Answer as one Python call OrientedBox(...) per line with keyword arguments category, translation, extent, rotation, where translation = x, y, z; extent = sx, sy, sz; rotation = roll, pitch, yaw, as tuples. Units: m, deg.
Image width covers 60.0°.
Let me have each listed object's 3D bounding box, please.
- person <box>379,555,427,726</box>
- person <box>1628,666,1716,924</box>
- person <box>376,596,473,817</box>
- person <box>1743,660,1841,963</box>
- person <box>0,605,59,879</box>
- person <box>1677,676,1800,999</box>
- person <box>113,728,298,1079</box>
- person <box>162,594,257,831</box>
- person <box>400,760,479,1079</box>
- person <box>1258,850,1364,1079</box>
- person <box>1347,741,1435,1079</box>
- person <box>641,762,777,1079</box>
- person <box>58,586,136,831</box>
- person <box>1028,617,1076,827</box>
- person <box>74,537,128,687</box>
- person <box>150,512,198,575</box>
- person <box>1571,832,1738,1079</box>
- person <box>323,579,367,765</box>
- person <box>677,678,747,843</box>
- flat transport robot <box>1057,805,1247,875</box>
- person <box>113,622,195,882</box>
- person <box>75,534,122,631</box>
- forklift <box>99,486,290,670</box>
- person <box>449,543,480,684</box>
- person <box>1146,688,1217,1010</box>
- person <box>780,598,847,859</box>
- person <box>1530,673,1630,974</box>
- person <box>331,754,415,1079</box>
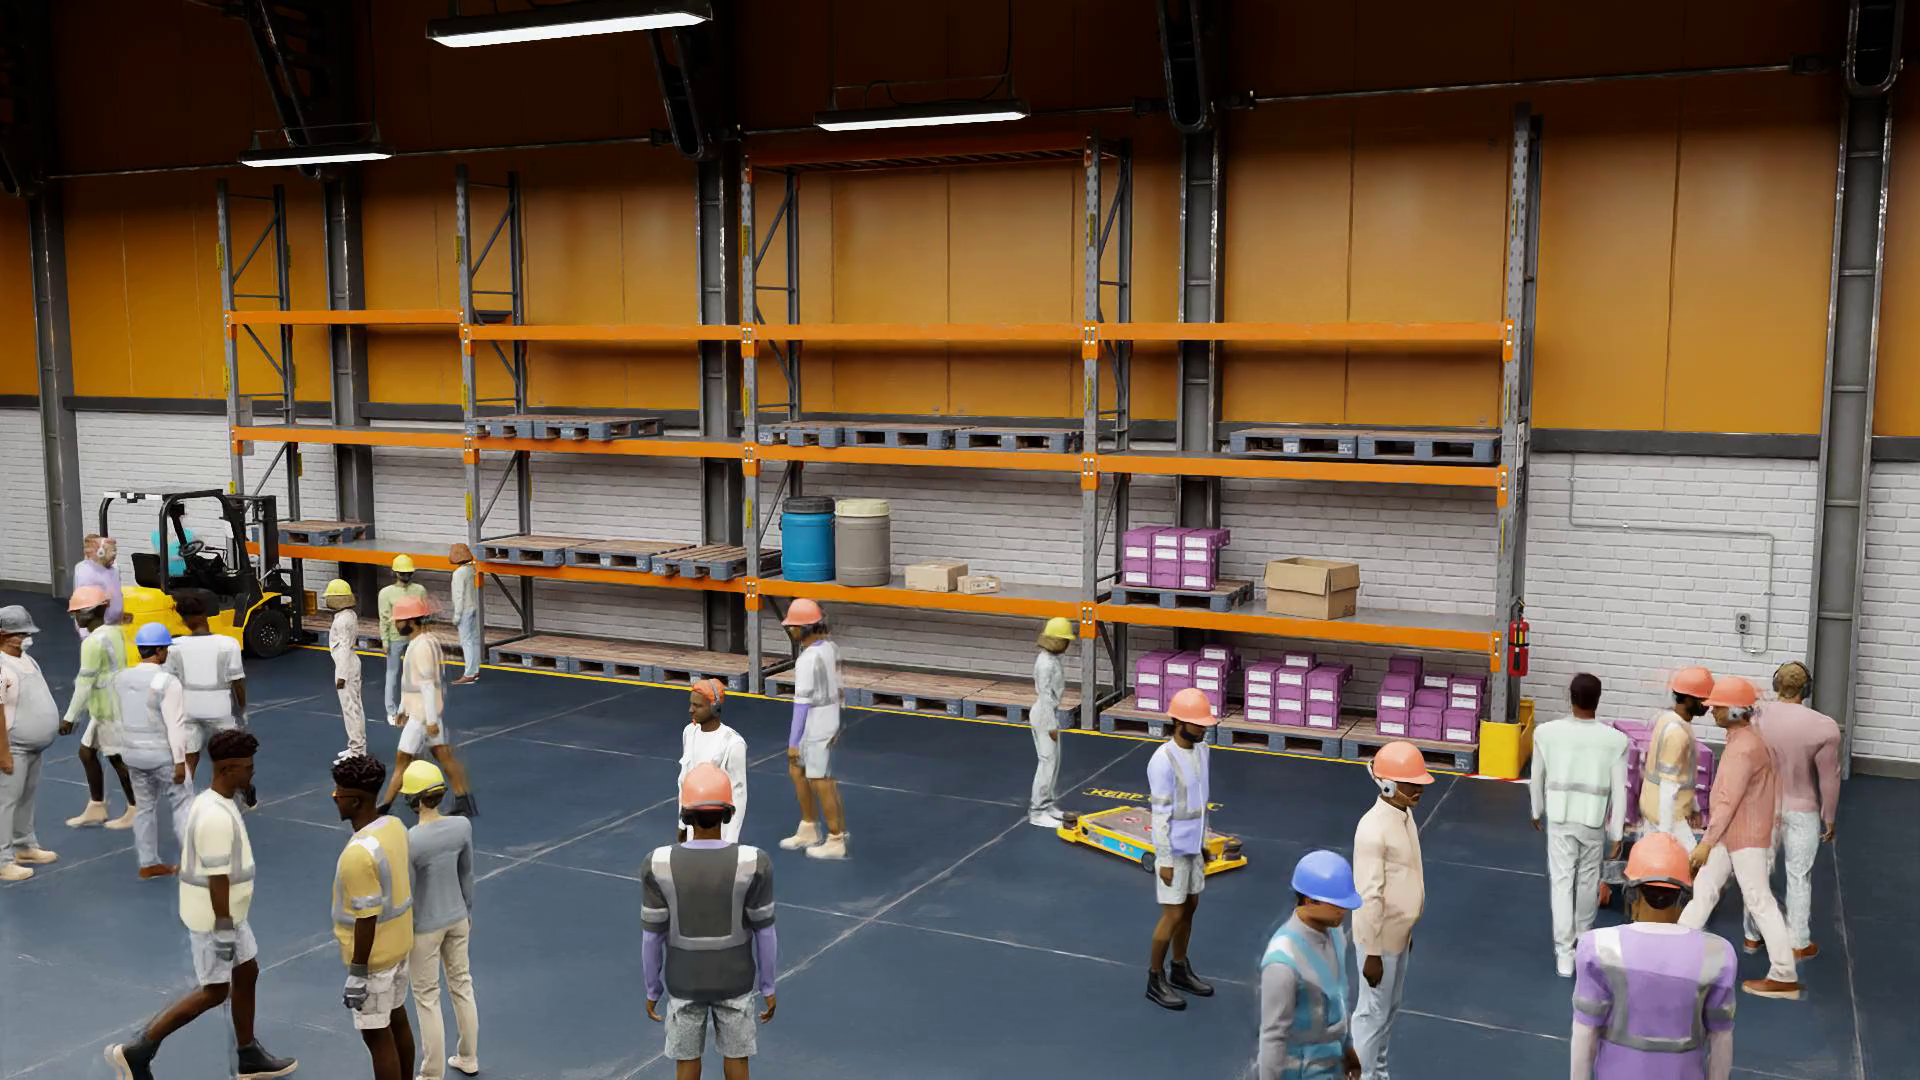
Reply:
OrientedBox(category="person", translation=(-5.738, 1.026, 17.209), extent=(0.331, 1.768, 0.526), rotation=(6, 9, 42))
OrientedBox(category="person", translation=(4.632, 1.745, 10.683), extent=(0.674, 1.903, 0.580), rotation=(2, 7, 15))
OrientedBox(category="person", translation=(-4.501, 1.398, 13.640), extent=(0.987, 1.879, 0.565), rotation=(-2, 7, -16))
OrientedBox(category="person", translation=(5.295, 1.729, 10.682), extent=(0.636, 1.938, 0.358), rotation=(6, 9, 40))
OrientedBox(category="person", translation=(-6.997, 1.475, 12.368), extent=(0.535, 2.000, 0.695), rotation=(-1, 7, -8))
OrientedBox(category="person", translation=(4.665, 1.796, 10.144), extent=(1.004, 1.937, 0.617), rotation=(3, 7, 21))
OrientedBox(category="person", translation=(-4.014, 1.970, 8.778), extent=(0.813, 1.928, 0.656), rotation=(-2, 7, -19))
OrientedBox(category="person", translation=(-6.215, 1.379, 13.718), extent=(0.671, 1.905, 0.762), rotation=(-2, 7, -17))
OrientedBox(category="person", translation=(-2.811, 2.040, 8.837), extent=(0.330, 1.765, 0.533), rotation=(4, 8, 31))
OrientedBox(category="person", translation=(1.370, 2.193, 7.023), extent=(0.928, 1.909, 0.653), rotation=(4, 8, 29))
OrientedBox(category="person", translation=(2.161, 1.983, 8.358), extent=(0.396, 1.992, 0.623), rotation=(4, 8, 29))
OrientedBox(category="person", translation=(-1.155, 2.037, 7.711), extent=(0.615, 2.042, 0.378), rotation=(0, 7, -3))
OrientedBox(category="person", translation=(-6.967, 1.371, 13.362), extent=(0.776, 2.003, 0.596), rotation=(-2, 7, -17))
OrientedBox(category="person", translation=(0.753, 1.481, 13.617), extent=(0.385, 1.722, 0.507), rotation=(1, 7, 11))
OrientedBox(category="person", translation=(-9.159, 0.909, 17.668), extent=(0.513, 1.885, 0.715), rotation=(0, 7, -4))
OrientedBox(category="person", translation=(-10.265, 0.458, 21.868), extent=(0.628, 1.789, 0.942), rotation=(0, 7, 0))
OrientedBox(category="person", translation=(2.738, 2.169, 6.633), extent=(0.615, 2.041, 0.381), rotation=(1, 7, 8))
OrientedBox(category="person", translation=(-5.782, 1.230, 15.610), extent=(0.324, 1.742, 0.492), rotation=(-1, 7, -11))
OrientedBox(category="person", translation=(-1.564, 1.794, 10.382), extent=(0.576, 1.882, 0.355), rotation=(6, 9, 42))
OrientedBox(category="flat transport robot", translation=(1.461, 2.298, 12.808), extent=(0.652, 0.197, 1.431), rotation=(-5, 9, -37))
OrientedBox(category="person", translation=(-5.838, 1.559, 12.136), extent=(0.621, 1.930, 0.486), rotation=(2, 7, 19))
OrientedBox(category="person", translation=(-9.514, 0.847, 18.356), extent=(0.512, 1.845, 0.340), rotation=(0, 7, 0))
OrientedBox(category="forklift", translation=(-9.426, 0.454, 20.179), extent=(1.214, 2.155, 2.313), rotation=(3, 8, 26))
OrientedBox(category="person", translation=(-5.736, 0.846, 19.229), extent=(0.285, 1.633, 0.501), rotation=(0, 7, 3))
OrientedBox(category="person", translation=(1.347, 1.827, 9.956), extent=(0.399, 1.926, 0.545), rotation=(5, 9, 38))
OrientedBox(category="person", translation=(-1.182, 1.444, 12.715), extent=(0.728, 2.014, 0.638), rotation=(1, 7, 9))
OrientedBox(category="person", translation=(3.958, 1.775, 10.661), extent=(0.590, 1.860, 1.061), rotation=(2, 7, 19))
OrientedBox(category="person", translation=(-2.886, 2.018, 8.187), extent=(0.367, 1.964, 0.609), rotation=(0, 7, -1))
